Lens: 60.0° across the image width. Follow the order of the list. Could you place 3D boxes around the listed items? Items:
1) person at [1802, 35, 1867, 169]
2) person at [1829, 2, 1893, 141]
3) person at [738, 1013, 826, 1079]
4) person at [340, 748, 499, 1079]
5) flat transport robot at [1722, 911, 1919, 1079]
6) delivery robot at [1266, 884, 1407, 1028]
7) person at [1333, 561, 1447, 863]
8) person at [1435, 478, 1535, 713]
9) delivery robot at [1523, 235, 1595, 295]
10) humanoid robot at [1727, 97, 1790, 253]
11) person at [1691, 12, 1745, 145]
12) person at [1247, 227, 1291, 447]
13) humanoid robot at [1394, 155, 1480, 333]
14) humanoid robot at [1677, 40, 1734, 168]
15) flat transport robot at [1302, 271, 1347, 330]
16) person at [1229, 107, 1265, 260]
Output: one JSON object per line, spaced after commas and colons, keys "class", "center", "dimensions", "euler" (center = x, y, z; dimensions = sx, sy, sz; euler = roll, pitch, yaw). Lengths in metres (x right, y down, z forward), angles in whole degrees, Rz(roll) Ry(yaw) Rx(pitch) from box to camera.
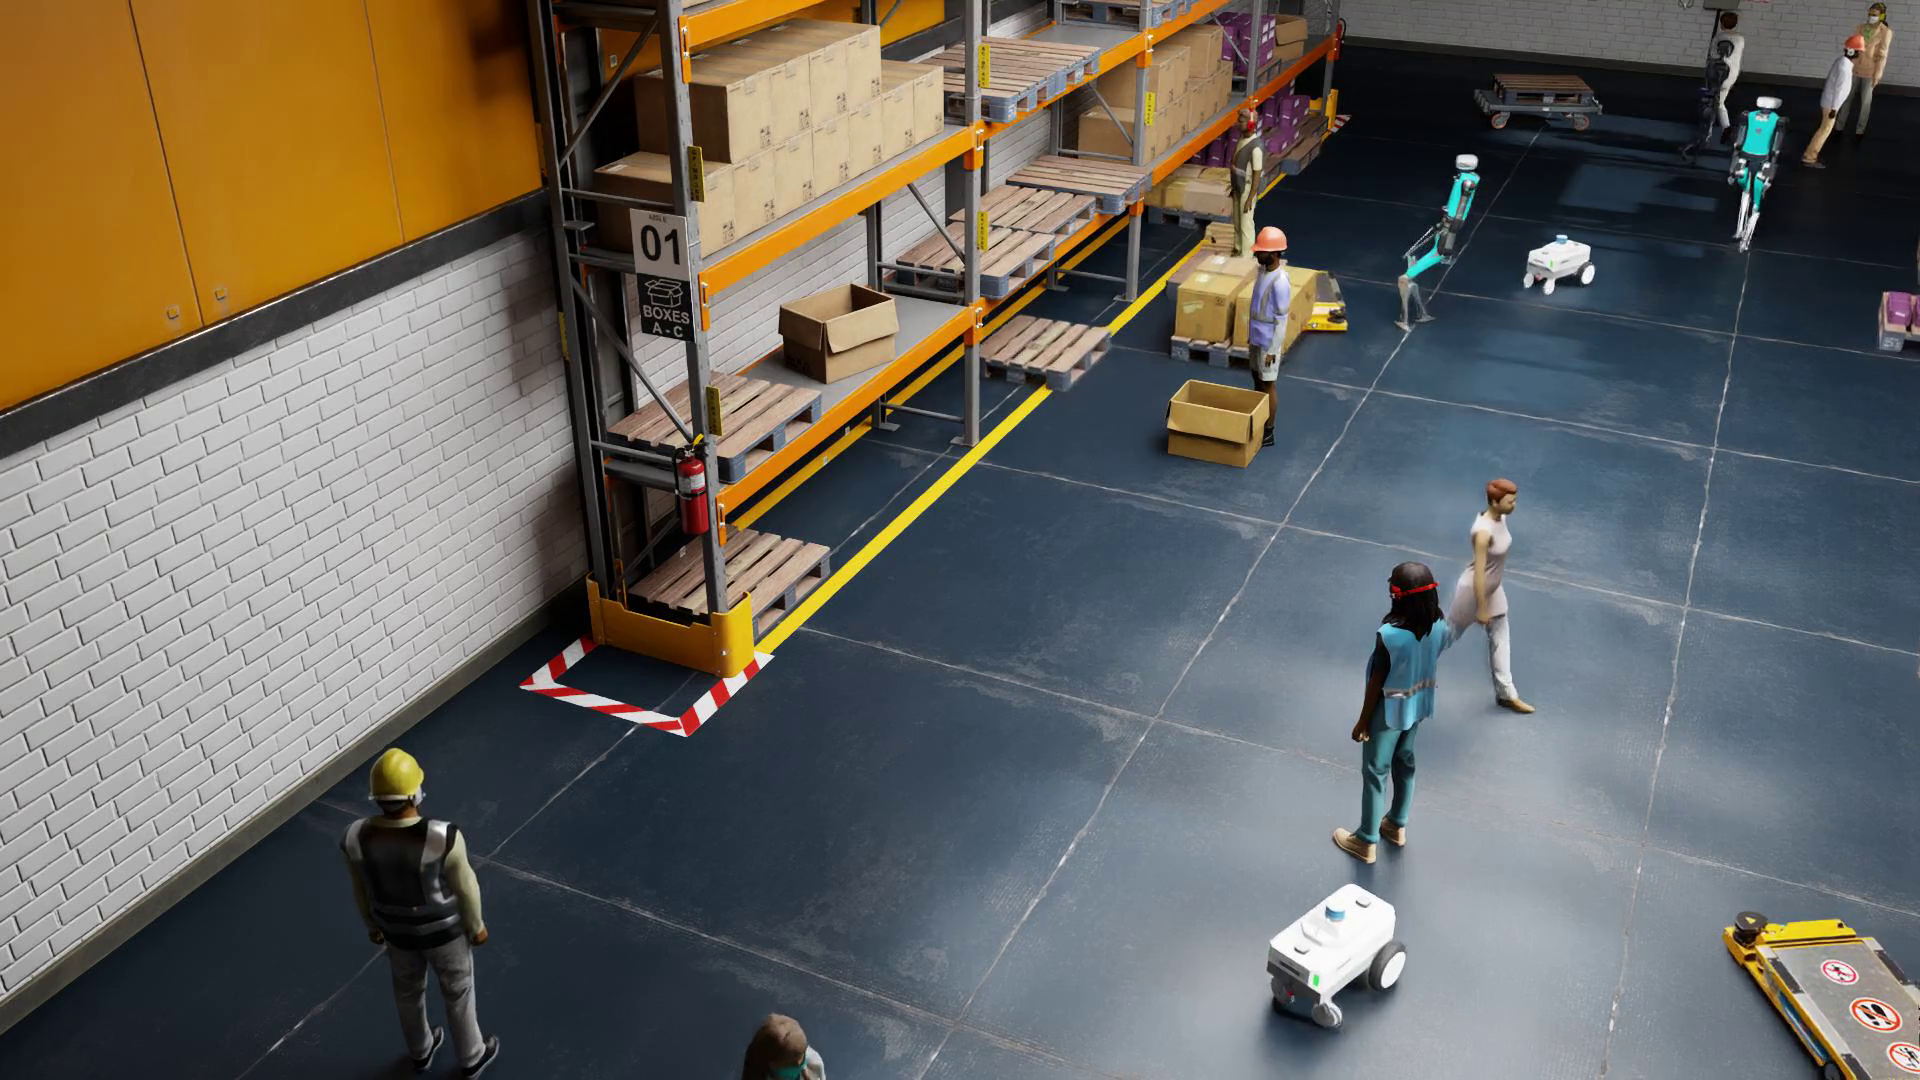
{"class": "person", "center": [11.519, -5.764, 21.885], "dimensions": [0.436, 1.727, 0.570], "euler": [9, 30, 17]}
{"class": "person", "center": [12.570, -6.518, 23.140], "dimensions": [0.390, 1.868, 0.552], "euler": [-20, 34, -32]}
{"class": "person", "center": [-0.703, 2.511, 6.621], "dimensions": [0.449, 1.645, 0.496], "euler": [25, 37, 38]}
{"class": "person", "center": [-2.517, 1.777, 7.798], "dimensions": [0.599, 1.823, 0.405], "euler": [3, 29, 6]}
{"class": "flat transport robot", "center": [4.483, 2.390, 8.296], "dimensions": [0.659, 0.231, 1.431], "euler": [-3, 28, -5]}
{"class": "delivery robot", "center": [1.922, 2.094, 8.537], "dimensions": [0.751, 0.587, 0.522], "euler": [-23, 36, -36]}
{"class": "person", "center": [2.421, 0.964, 9.269], "dimensions": [0.498, 1.862, 0.398], "euler": [-18, 33, -30]}
{"class": "person", "center": [3.332, 0.330, 10.694], "dimensions": [0.880, 1.612, 0.466], "euler": [20, 34, 32]}
{"class": "delivery robot", "center": [6.477, -3.006, 17.990], "dimensions": [0.777, 0.585, 0.499], "euler": [-19, 34, -31]}
{"class": "humanoid robot", "center": [9.094, -4.196, 18.993], "dimensions": [0.542, 1.800, 0.825], "euler": [22, 35, 34]}
{"class": "person", "center": [10.399, -6.275, 22.730], "dimensions": [0.510, 1.814, 0.547], "euler": [-5, 29, -10]}
{"class": "person", "center": [2.580, -1.723, 14.167], "dimensions": [0.354, 1.936, 0.550], "euler": [-4, 29, -7]}
{"class": "humanoid robot", "center": [4.682, -2.988, 16.718], "dimensions": [0.867, 1.771, 0.597], "euler": [5, 29, 10]}
{"class": "humanoid robot", "center": [9.816, -5.734, 21.867], "dimensions": [0.387, 1.646, 0.608], "euler": [5, 29, 10]}
{"class": "flat transport robot", "center": [3.638, -2.531, 17.422], "dimensions": [0.659, 0.231, 1.431], "euler": [2, 28, 4]}
{"class": "person", "center": [3.099, -3.771, 18.057], "dimensions": [0.389, 1.847, 0.563], "euler": [-5, 29, -9]}
